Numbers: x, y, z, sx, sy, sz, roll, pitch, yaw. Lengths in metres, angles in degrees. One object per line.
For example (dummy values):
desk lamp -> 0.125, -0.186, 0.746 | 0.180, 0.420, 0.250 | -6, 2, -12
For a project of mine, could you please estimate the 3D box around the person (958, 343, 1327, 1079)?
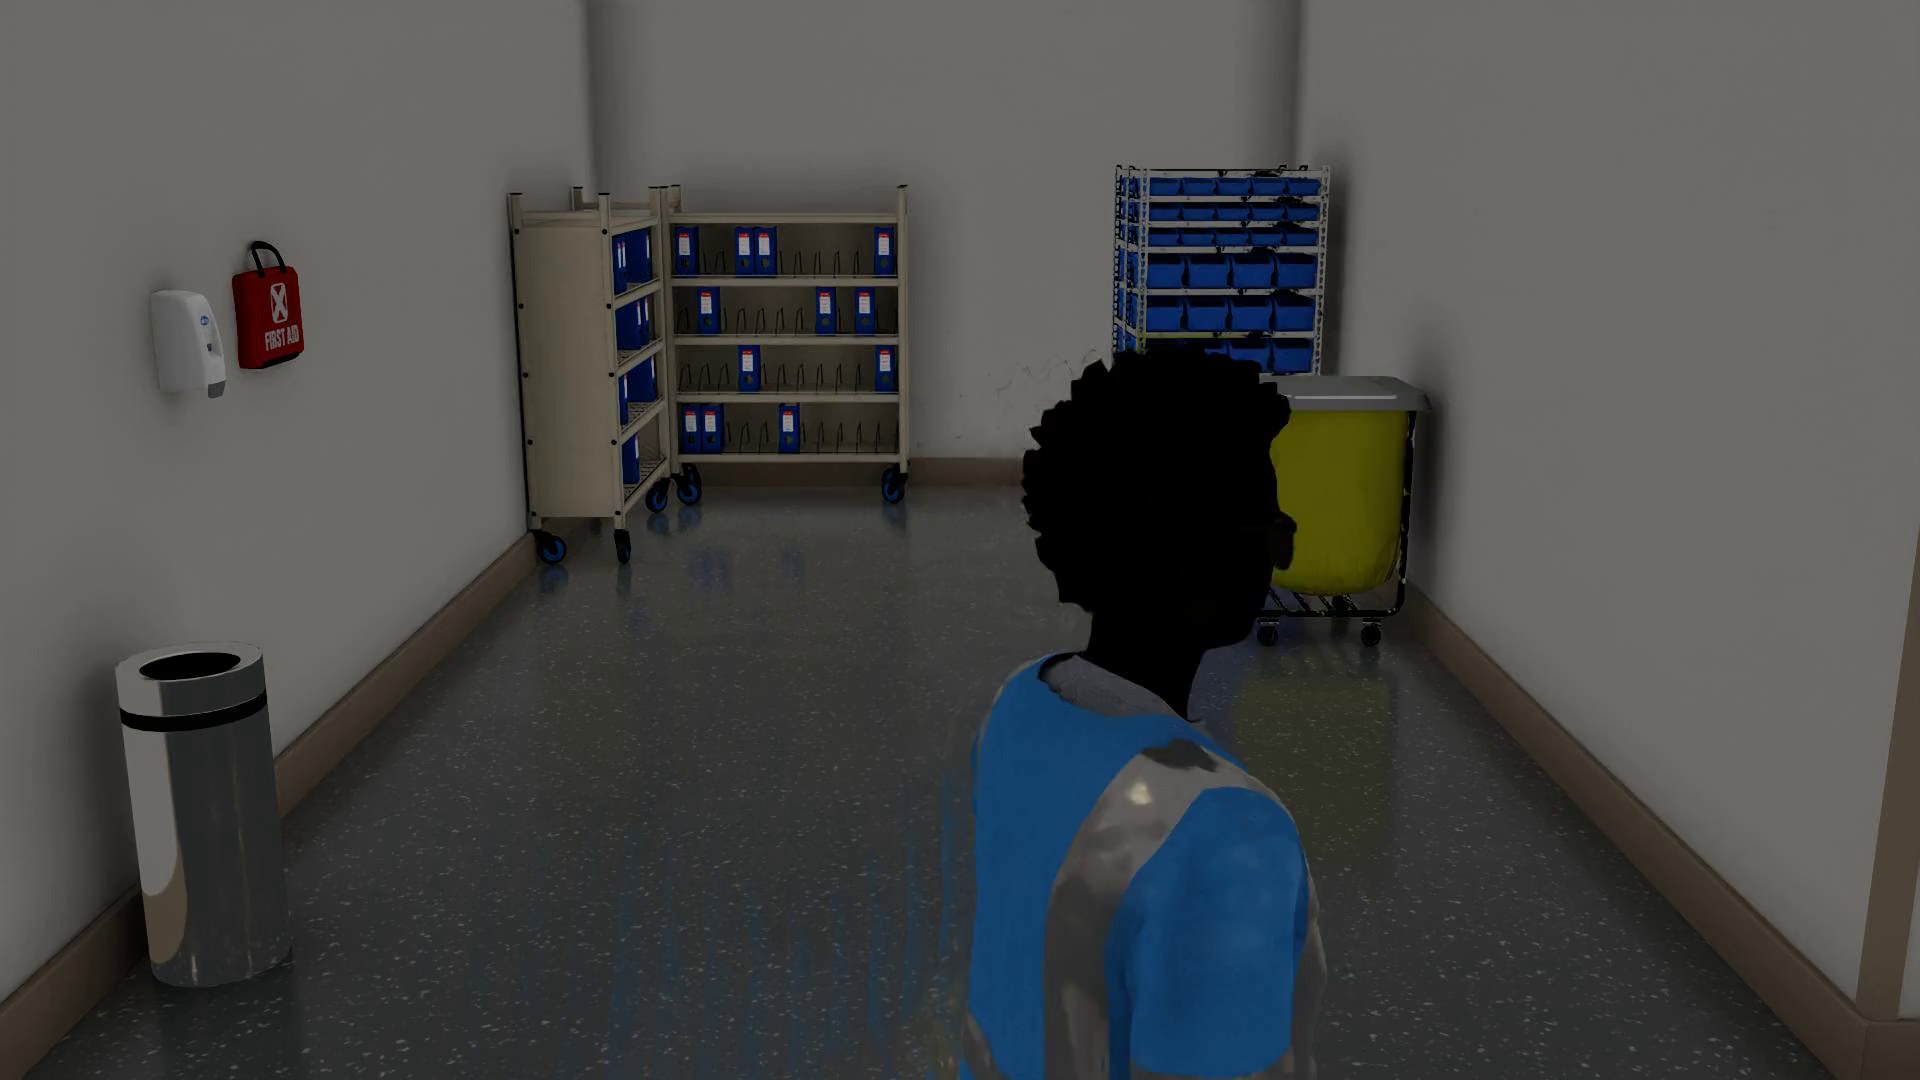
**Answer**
person -> 0.098, 0.658, 1.532 | 0.524, 1.680, 0.542 | -3, 14, -14
